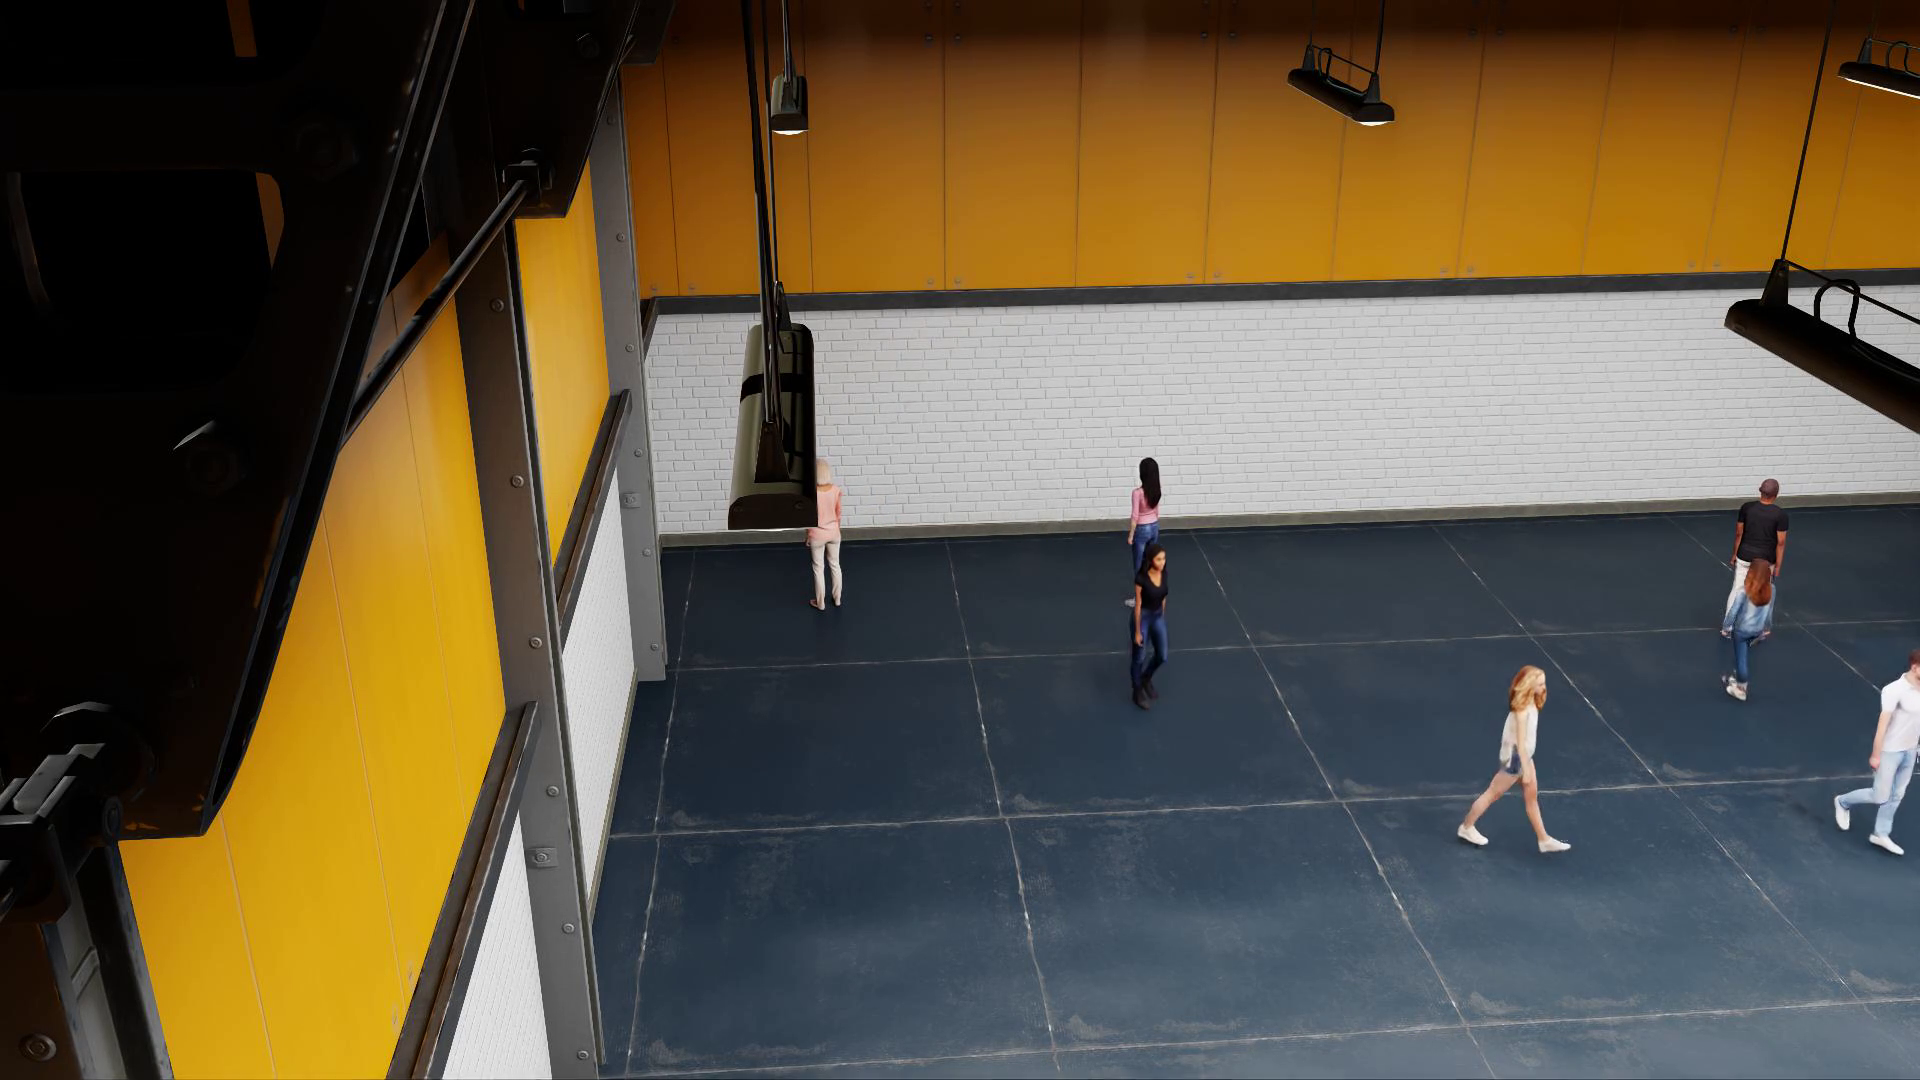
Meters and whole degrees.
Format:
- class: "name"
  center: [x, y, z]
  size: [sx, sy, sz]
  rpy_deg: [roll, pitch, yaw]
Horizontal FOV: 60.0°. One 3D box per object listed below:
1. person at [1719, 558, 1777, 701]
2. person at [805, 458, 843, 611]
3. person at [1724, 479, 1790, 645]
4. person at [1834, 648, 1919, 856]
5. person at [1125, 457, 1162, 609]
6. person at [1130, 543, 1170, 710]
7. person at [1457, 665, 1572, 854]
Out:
- class: "person"
  center: [7.713, 0.893, 16.177]
  size: [0.645, 1.467, 0.678]
  rpy_deg: [-7, 24, -15]
- class: "person"
  center: [-1.476, -0.072, 18.061]
  size: [0.675, 1.725, 0.664]
  rpy_deg: [-13, 27, -27]
- class: "person"
  center: [8.285, 0.209, 17.319]
  size: [0.751, 1.805, 0.813]
  rpy_deg: [19, 30, 37]
- class: "person"
  center: [7.714, 1.710, 13.839]
  size: [0.837, 1.841, 0.958]
  rpy_deg: [-10, 26, -22]
- class: "person"
  center: [2.009, -0.091, 18.082]
  size: [0.646, 1.743, 0.675]
  rpy_deg: [-18, 29, -35]
- class: "person"
  center: [1.749, 0.794, 16.077]
  size: [0.685, 1.728, 0.724]
  rpy_deg: [-13, 27, -28]
- class: "person"
  center: [4.482, 1.819, 13.747]
  size: [1.086, 1.716, 1.138]
  rpy_deg: [13, 27, 27]
